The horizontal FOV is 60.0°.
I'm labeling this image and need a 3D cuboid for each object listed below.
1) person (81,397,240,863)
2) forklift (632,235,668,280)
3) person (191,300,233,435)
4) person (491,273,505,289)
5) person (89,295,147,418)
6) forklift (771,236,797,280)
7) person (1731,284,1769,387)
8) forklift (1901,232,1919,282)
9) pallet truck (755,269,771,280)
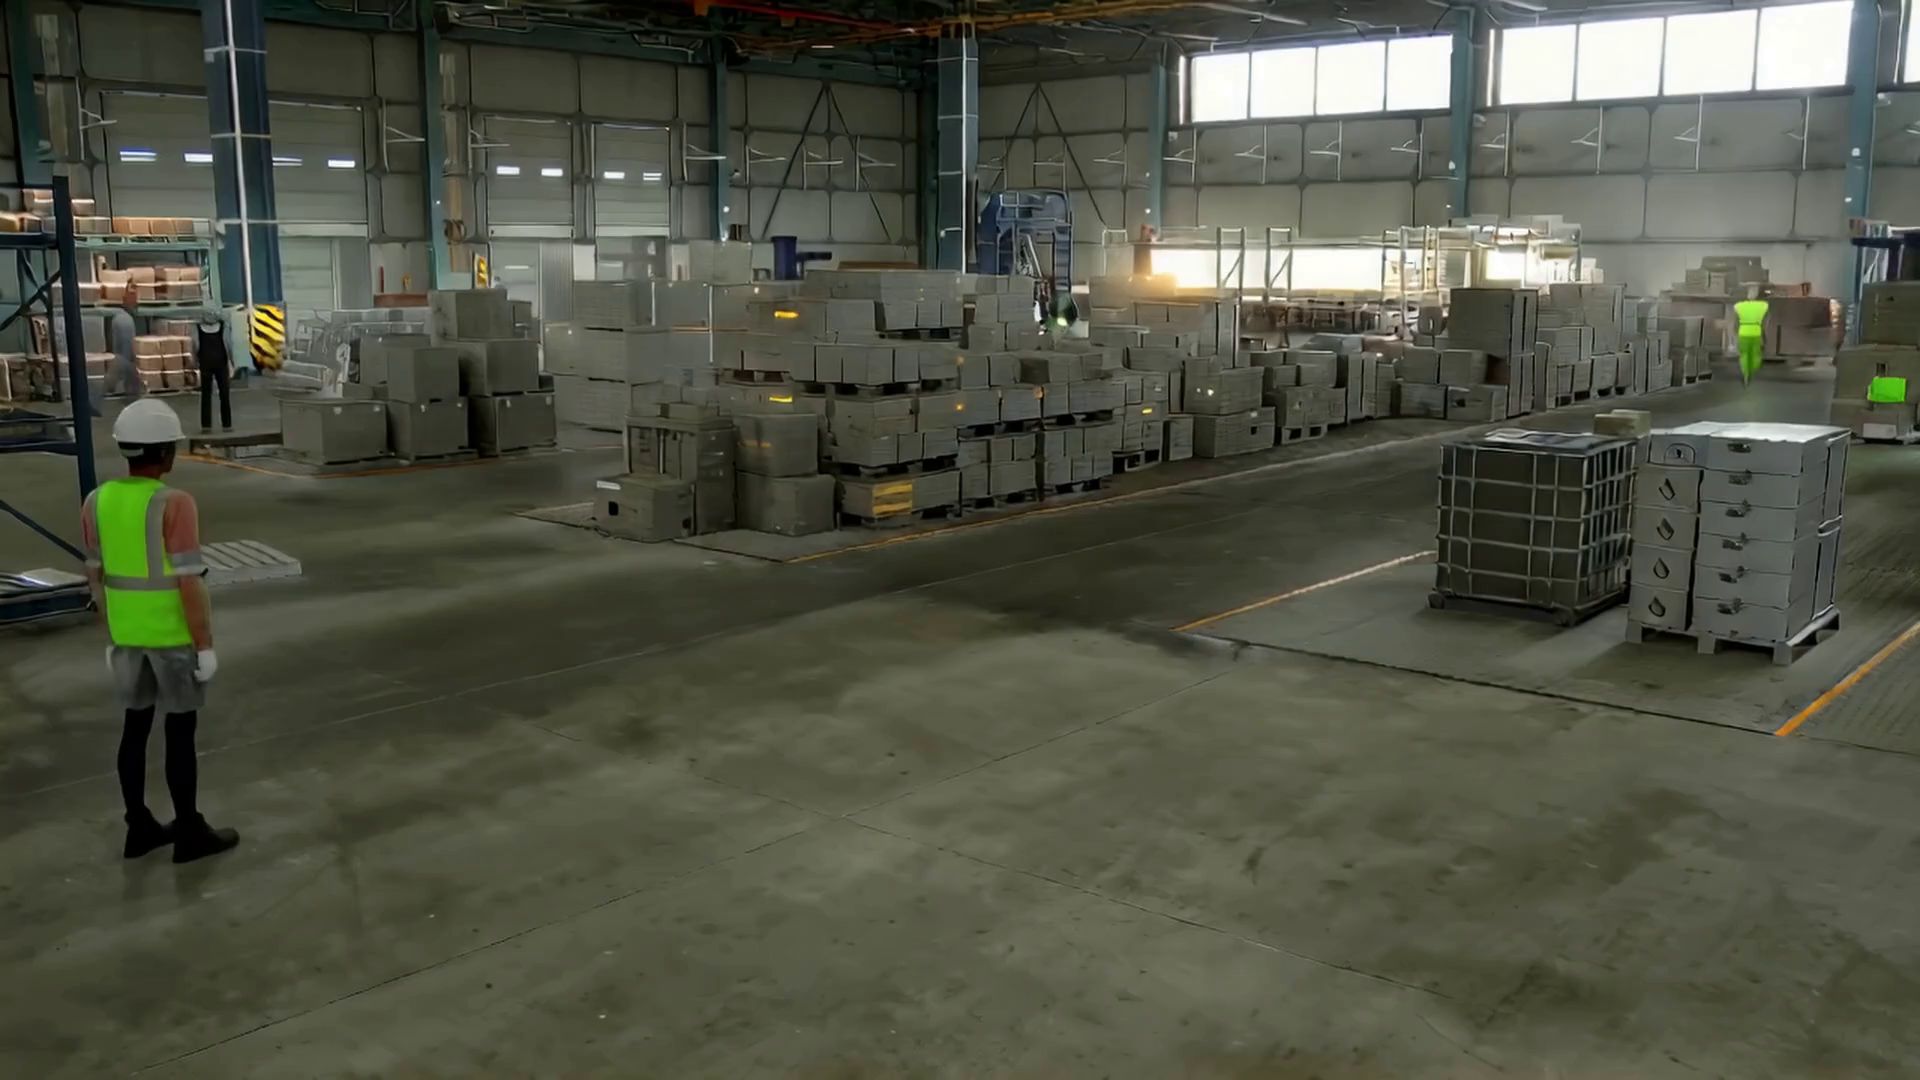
[{"bbox_3d":[-3.337,0.374,6.945,0.552,1.934,0.373,3,10,17],"label":"person"},{"bbox_3d":[-6.875,-5.401,37.141,1.873,2.768,1.129,5,11,25],"label":"forklift"},{"bbox_3d":[-10.222,-2.356,22.753,0.506,1.846,0.344,-3,10,-18],"label":"person"},{"bbox_3d":[-11.960,-5.966,43.167,0.694,1.909,0.557,-5,11,-25],"label":"person"},{"bbox_3d":[-12.658,-2.749,24.984,1.056,1.869,0.641,-4,11,-23],"label":"person"},{"bbox_3d":[-4.209,-5.900,39.983,1.873,2.768,1.129,2,10,13],"label":"forklift"},{"bbox_3d":[14.508,-3.748,30.564,0.597,1.894,0.863,4,11,21],"label":"person"},{"bbox_3d":[17.531,-4.246,30.567,1.873,2.768,1.129,8,13,40],"label":"forklift"},{"bbox_3d":[-4.996,-6.432,45.525,1.885,1.965,0.823,-6,12,-32],"label":"pallet truck"}]
